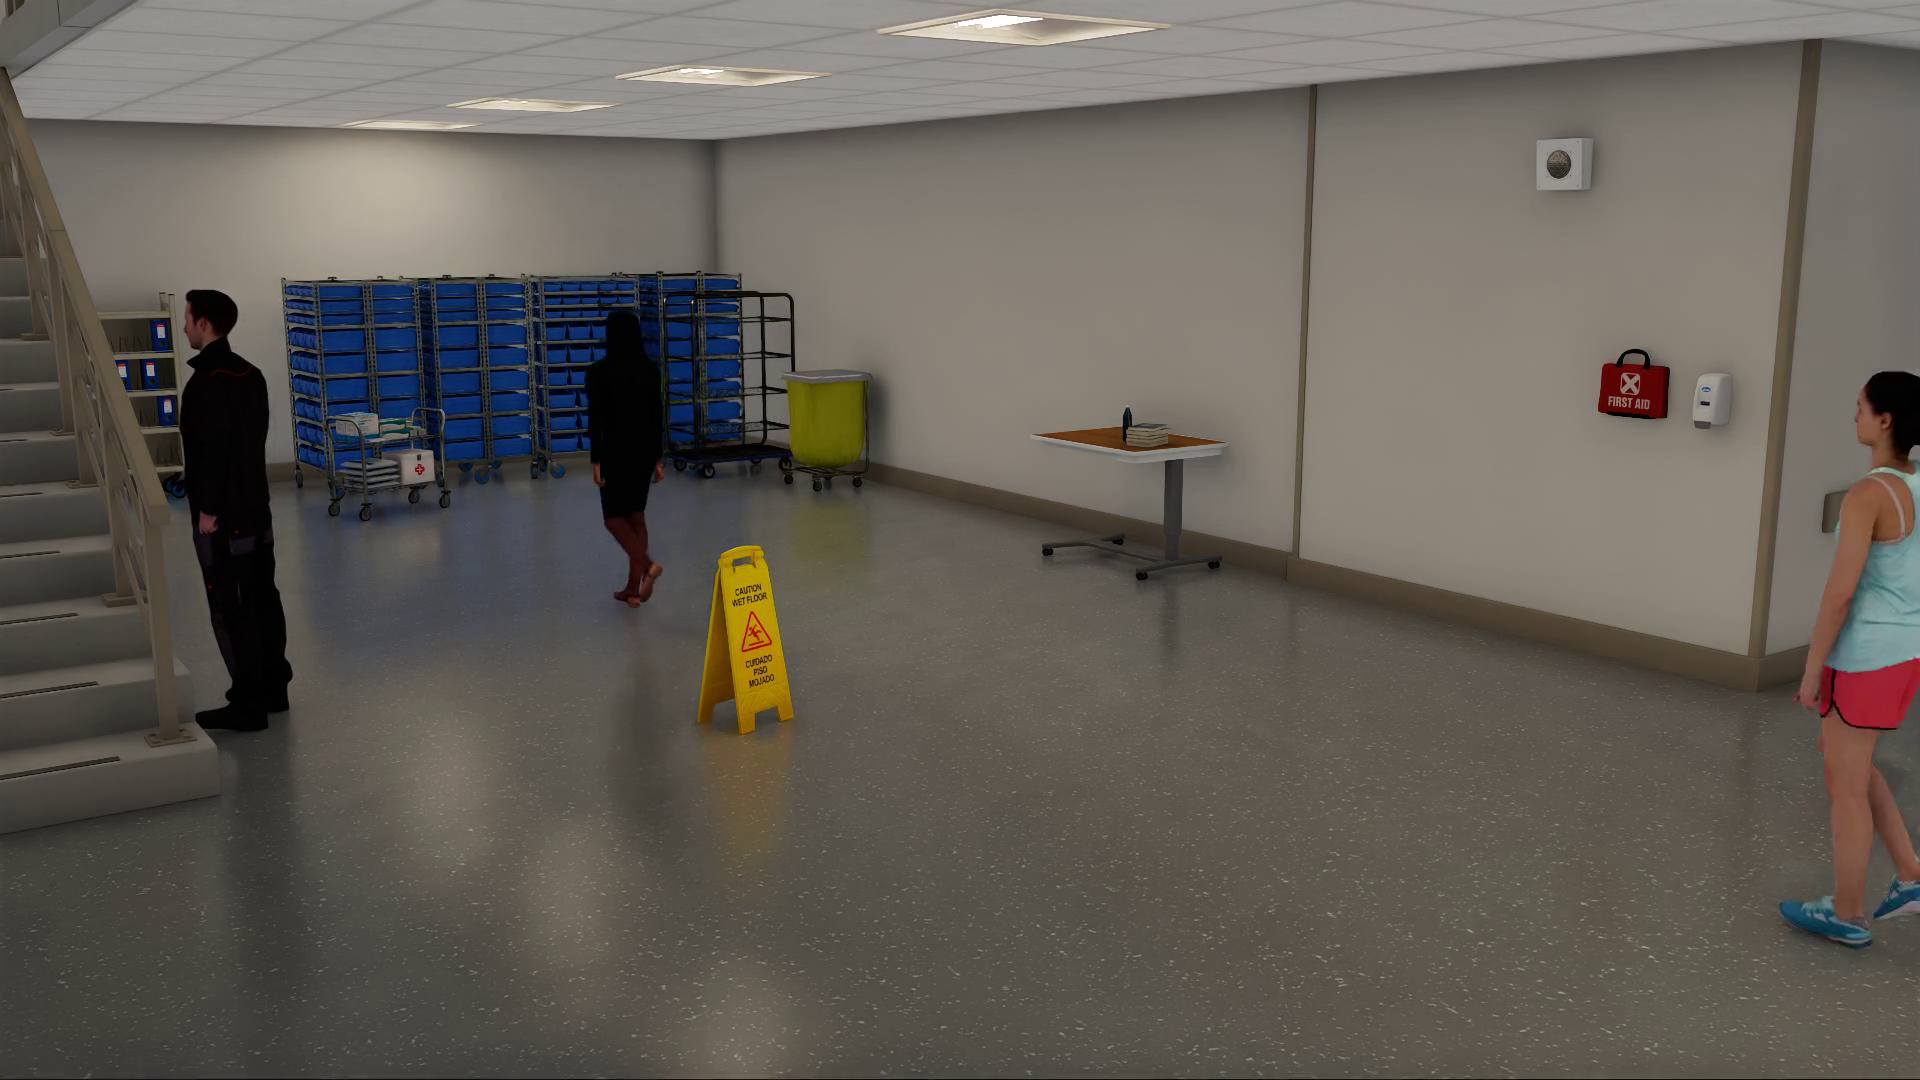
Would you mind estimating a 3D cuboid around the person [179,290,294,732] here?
[{"bbox_3d":[-3.191,-0.137,7.269,0.833,1.911,0.731,0,11,1],"label":"person"}]

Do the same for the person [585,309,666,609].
[{"bbox_3d":[-1.816,-0.423,9.322,0.637,1.708,0.925,-8,14,-37],"label":"person"}]

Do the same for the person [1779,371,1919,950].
[{"bbox_3d":[2.766,0.388,4.905,0.605,1.761,0.692,-7,13,-32],"label":"person"}]
